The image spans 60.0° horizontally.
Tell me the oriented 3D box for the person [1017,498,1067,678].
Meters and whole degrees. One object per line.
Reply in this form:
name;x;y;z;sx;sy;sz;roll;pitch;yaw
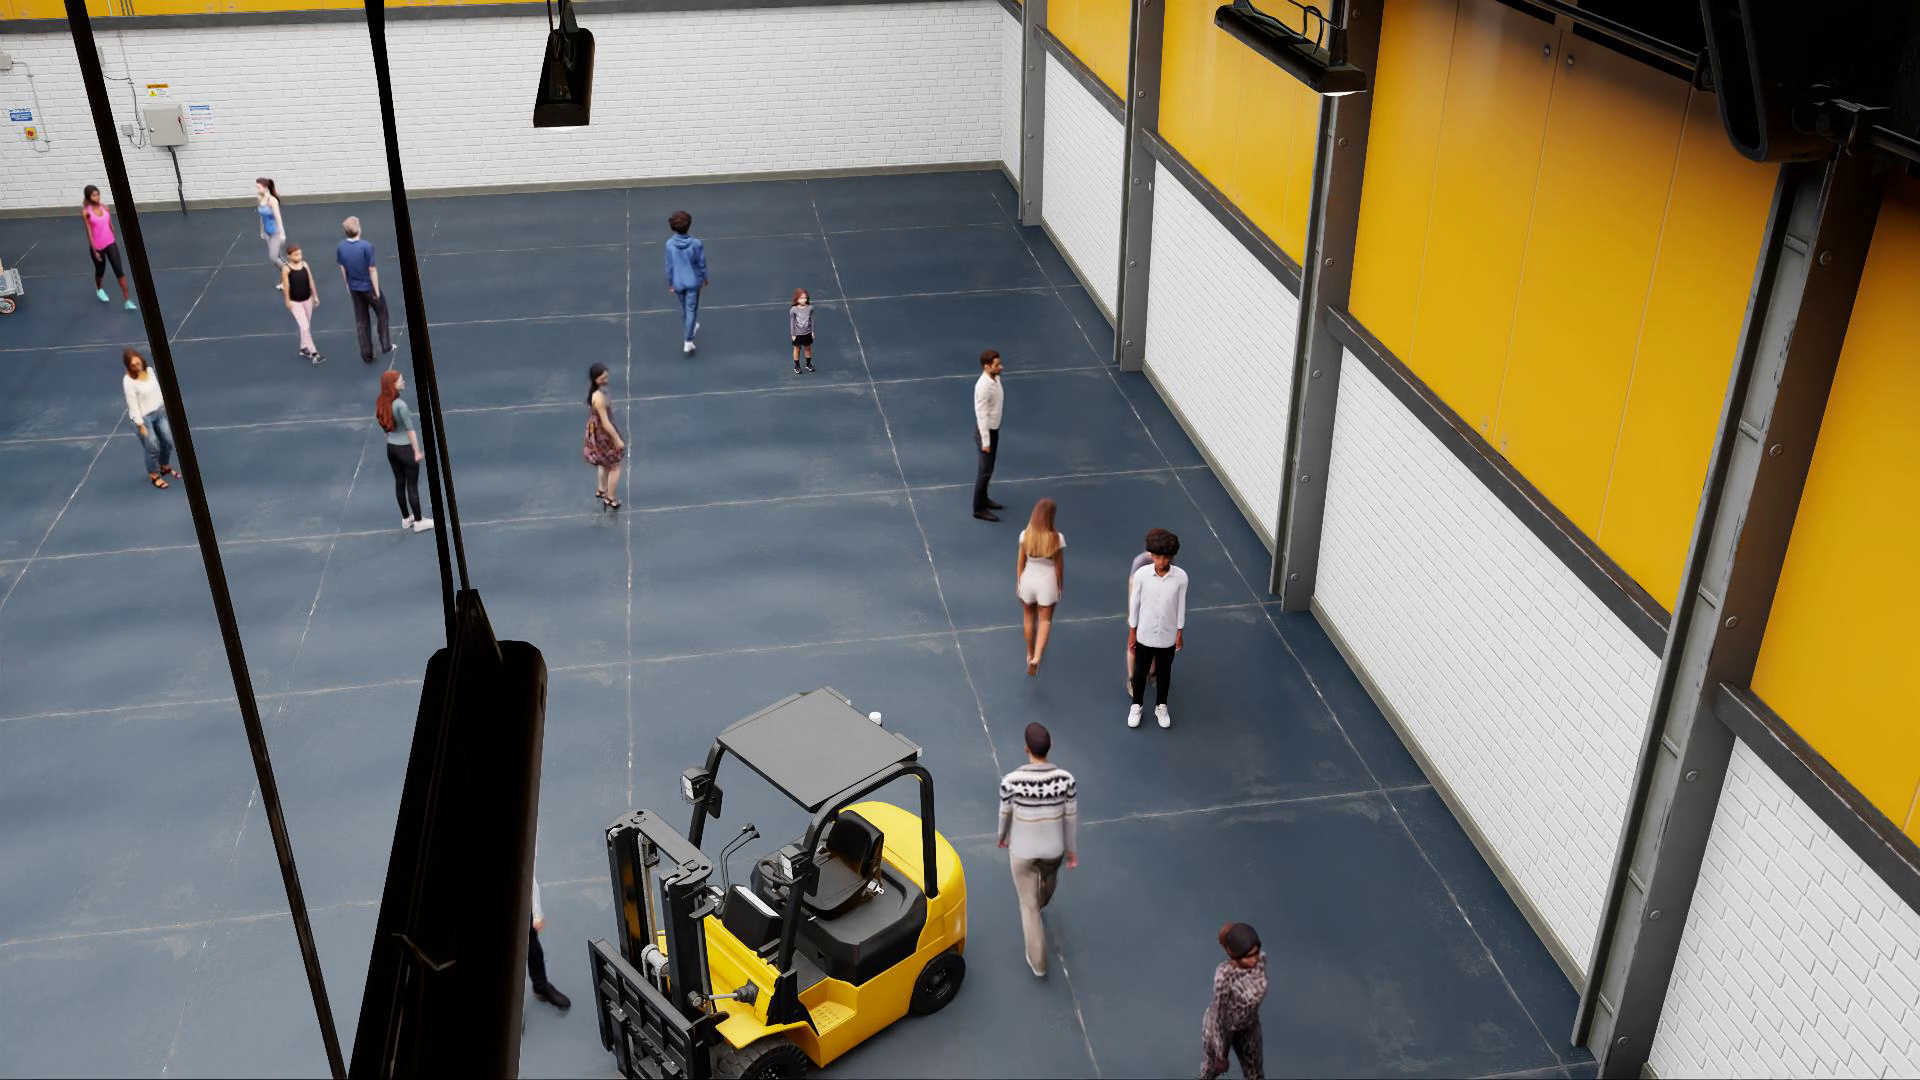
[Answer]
person;0.684;0.450;14.601;0.768;1.676;0.989;3;29;6

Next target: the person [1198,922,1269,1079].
person;1.597;2.913;10.076;0.789;1.685;1.021;-17;33;-28

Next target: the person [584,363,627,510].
person;-3.711;-1.022;17.239;0.775;1.735;0.629;-13;31;-23

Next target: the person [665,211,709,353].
person;-3.515;-3.282;21.340;0.962;1.774;1.256;5;29;10

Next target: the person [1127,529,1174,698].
person;1.638;0.593;14.379;0.625;1.638;0.626;-11;30;-19

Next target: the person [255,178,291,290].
person;-9.598;-4.326;23.432;0.693;1.603;0.764;23;36;35

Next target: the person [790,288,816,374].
person;-1.981;-2.642;20.866;0.507;1.105;0.505;-12;31;-22

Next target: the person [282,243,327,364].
person;-8.420;-3.039;21.139;0.918;1.541;0.858;19;34;31

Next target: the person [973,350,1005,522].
person;0.273;-1.109;17.264;0.801;1.863;0.652;7;29;12

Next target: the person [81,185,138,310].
person;-11.773;-4.008;22.763;1.158;1.685;0.983;25;37;38

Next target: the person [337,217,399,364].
person;-7.550;-3.116;20.953;0.792;1.853;0.873;3;29;5

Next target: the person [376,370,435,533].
person;-5.712;-0.910;17.024;0.669;1.743;0.727;18;33;30

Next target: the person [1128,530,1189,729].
person;1.645;0.738;13.933;0.674;1.810;0.642;1;29;2

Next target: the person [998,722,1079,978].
person;0.535;2.156;11.336;0.666;1.807;1.147;-5;29;-9

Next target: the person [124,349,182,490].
person;-8.748;-1.317;17.868;0.827;1.649;0.725;3;29;6
